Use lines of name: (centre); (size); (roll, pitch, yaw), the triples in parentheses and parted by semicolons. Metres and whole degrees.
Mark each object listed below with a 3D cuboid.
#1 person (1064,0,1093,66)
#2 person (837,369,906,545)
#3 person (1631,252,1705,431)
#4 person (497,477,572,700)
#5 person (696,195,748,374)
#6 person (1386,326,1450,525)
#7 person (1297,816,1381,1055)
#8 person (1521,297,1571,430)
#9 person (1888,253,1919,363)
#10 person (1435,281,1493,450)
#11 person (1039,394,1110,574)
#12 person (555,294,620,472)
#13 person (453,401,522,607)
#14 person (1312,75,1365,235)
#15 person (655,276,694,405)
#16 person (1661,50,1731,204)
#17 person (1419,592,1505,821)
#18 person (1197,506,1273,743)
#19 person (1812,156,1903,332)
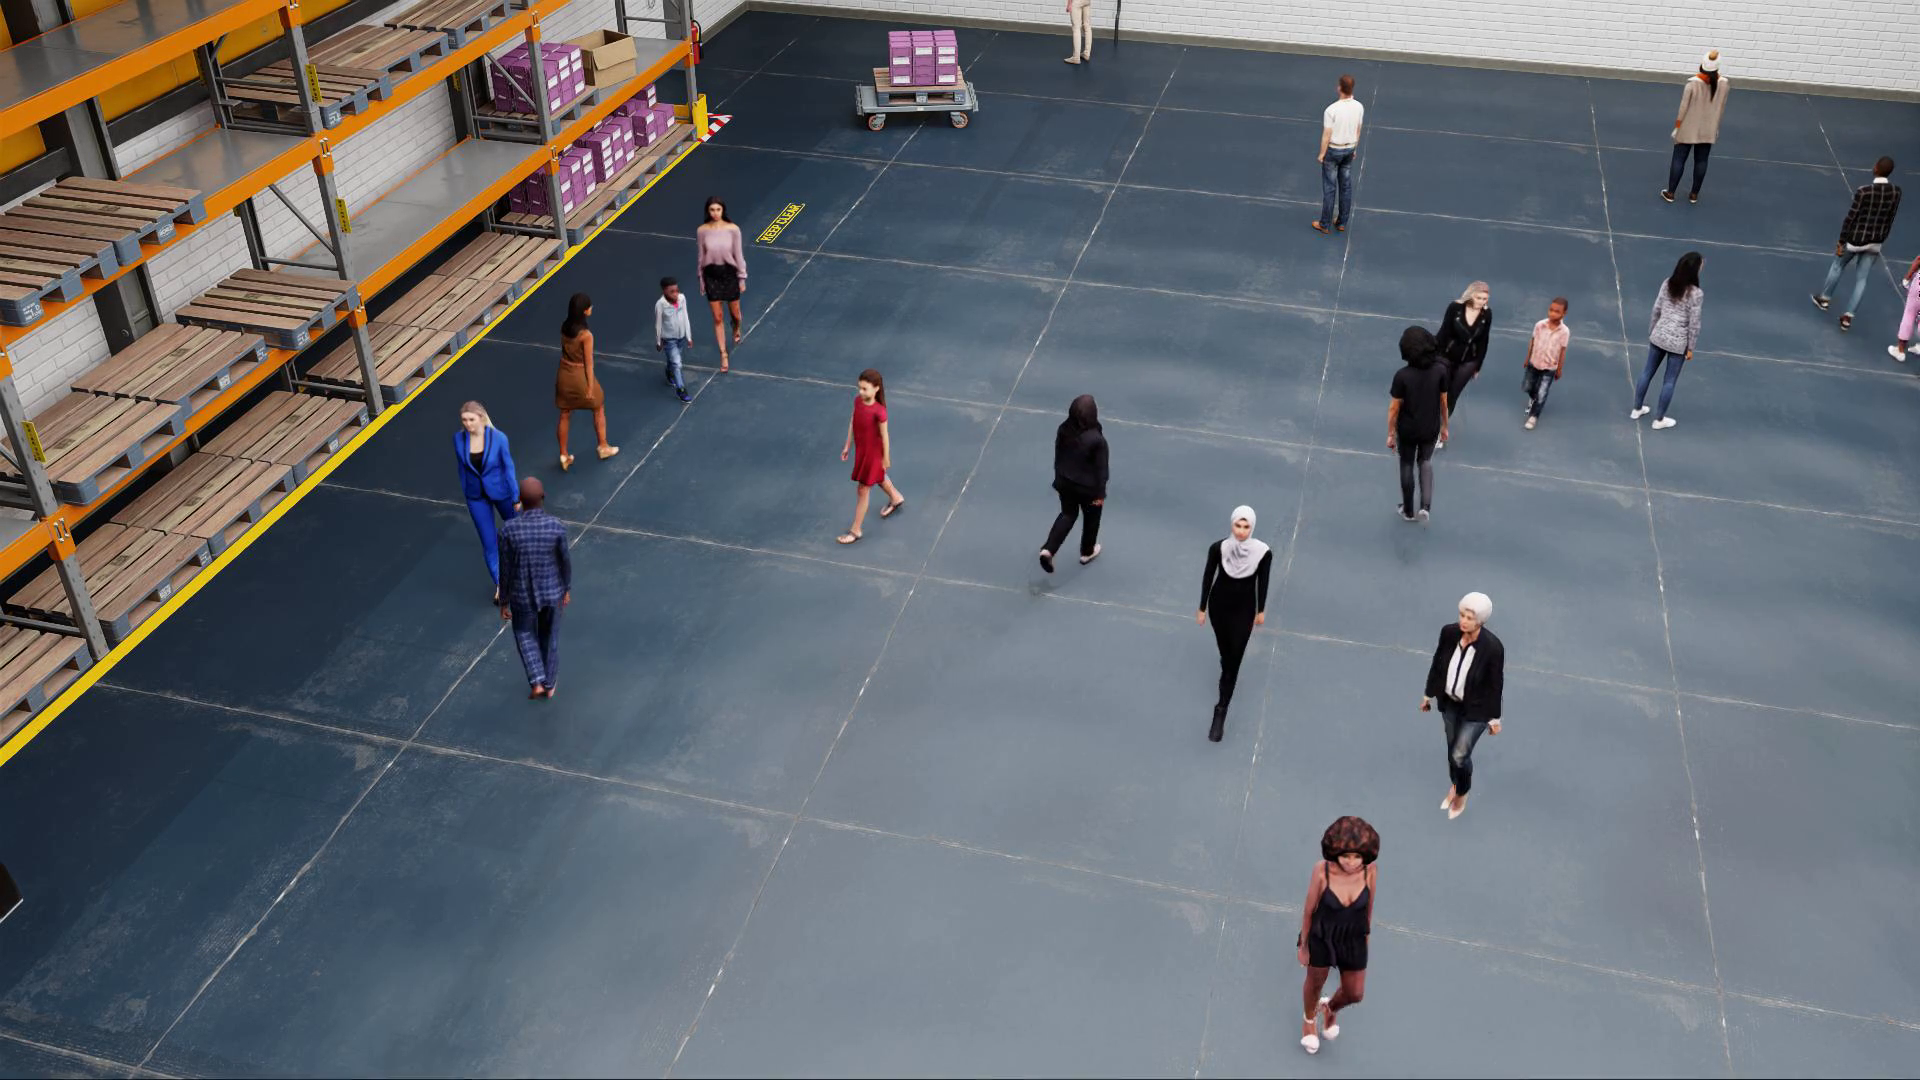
person: (1.795, -8.031, 24.705); (0.678, 1.847, 0.795); (-28, 43, -35)
person: (-0.717, -0.783, 14.095); (1.084, 1.521, 0.927); (-25, 41, -32)
person: (6.644, -1.883, 15.561); (0.735, 1.731, 0.691); (-20, 39, -27)
person: (-3.044, 0.429, 12.029); (0.899, 1.791, 0.951); (-13, 36, -19)
person: (-2.367, -2.580, 16.546); (0.781, 1.801, 0.912); (-1, 34, -2)
person: (3.871, -0.896, 14.011); (0.841, 1.803, 0.897); (2, 34, 2)
person: (2.096, 2.192, 9.389); (0.656, 1.776, 0.689); (-2, 34, -2)
person: (5.533, -1.696, 15.668); (0.639, 1.301, 0.744); (22, 40, 30)
person: (9.677, -2.532, 16.536); (0.709, 1.732, 0.728); (-3, 34, -5)
person: (4.557, -1.666, 15.298); (0.708, 1.661, 0.813); (8, 34, 11)
person: (0.933, -0.414, 13.468); (0.867, 1.600, 1.056); (24, 40, 31)
person: (-3.462, -1.373, 14.867); (0.732, 1.650, 0.871); (22, 39, 29)
person: (-3.740, -0.392, 13.377); (0.875, 1.665, 1.208); (-2, 34, -3)
person: (4.428, -4.499, 19.386); (0.753, 1.853, 0.773); (-11, 35, -16)
person: (-2.816, -2.016, 16.202); (0.822, 1.242, 0.810); (-27, 42, -34)
person: (8.934, -5.021, 20.142); (0.706, 1.887, 0.681); (6, 34, 9)
person: (3.422, 1.058, 10.932); (0.838, 1.773, 0.881); (-21, 39, -28)
person: (1.962, 0.488, 11.998); (0.641, 1.726, 1.138); (10, 35, 14)
person: (9.396, -3.038, 17.246); (0.748, 1.789, 1.012); (6, 34, 9)
